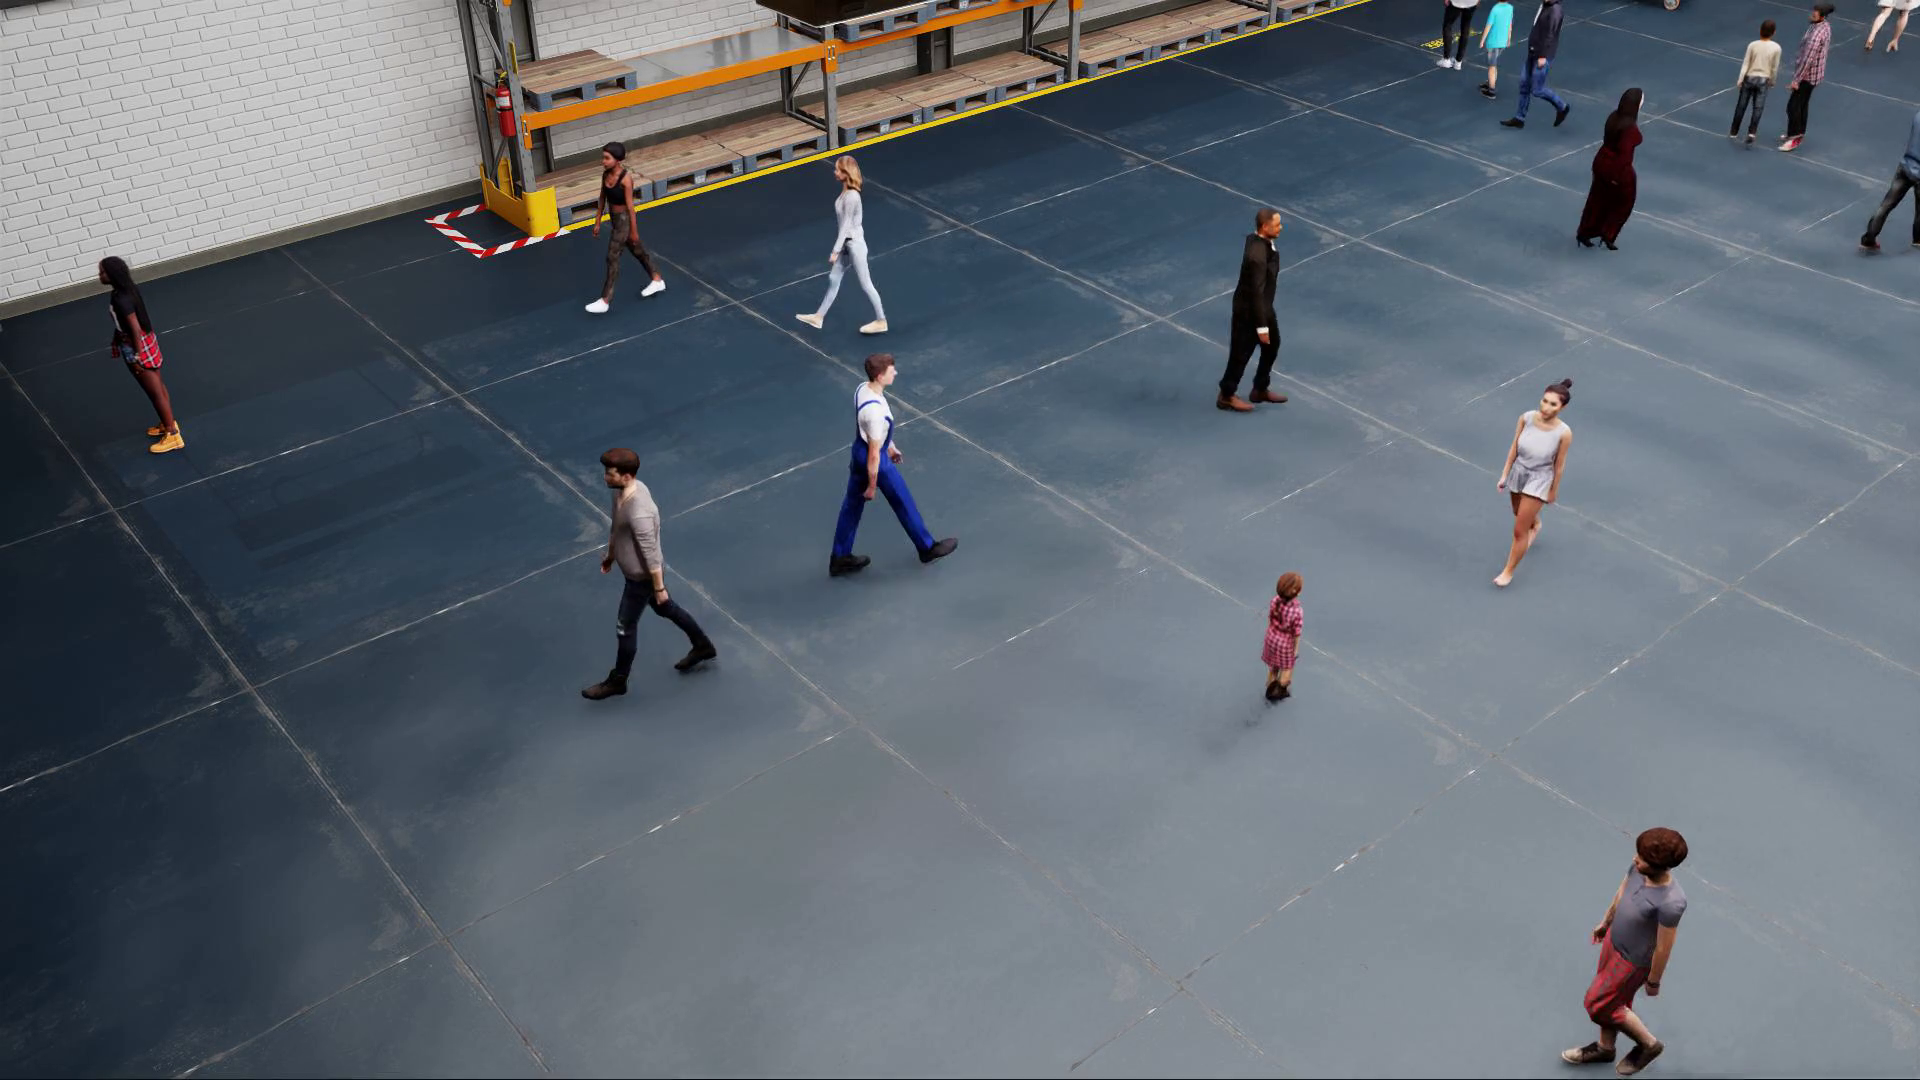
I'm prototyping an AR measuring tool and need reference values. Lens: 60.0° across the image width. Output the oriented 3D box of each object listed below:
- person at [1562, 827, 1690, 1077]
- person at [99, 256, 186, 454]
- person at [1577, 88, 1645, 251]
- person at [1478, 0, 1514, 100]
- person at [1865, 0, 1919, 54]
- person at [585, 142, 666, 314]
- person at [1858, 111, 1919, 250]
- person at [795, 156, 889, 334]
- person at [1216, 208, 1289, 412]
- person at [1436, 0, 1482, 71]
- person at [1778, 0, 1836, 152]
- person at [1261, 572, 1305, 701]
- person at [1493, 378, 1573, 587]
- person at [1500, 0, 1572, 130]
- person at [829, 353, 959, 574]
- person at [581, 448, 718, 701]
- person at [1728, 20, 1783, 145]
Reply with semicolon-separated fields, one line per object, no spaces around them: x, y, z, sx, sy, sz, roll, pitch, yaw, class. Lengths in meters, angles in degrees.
3.480;2.097;8.420;0.846;1.637;0.781;0;34;0;person
-6.820;-1.563;13.845;0.688;1.728;0.678;-13;36;-19;person
6.670;-3.818;17.226;0.856;1.741;0.809;-5;34;-8;person
6.948;-6.396;21.375;0.622;1.439;0.673;-17;37;-24;person
12.797;-7.468;22.714;1.095;1.743;0.601;-24;41;-32;person
-3.212;-3.070;16.183;1.146;1.648;0.588;-26;42;-33;person
9.800;-3.793;17.167;1.232;1.764;0.868;-14;36;-20;person
-0.913;-2.707;15.540;1.180;1.755;0.992;-4;34;-6;person
2.427;-1.966;14.310;1.029;1.882;0.978;7;34;10;person
6.771;-7.231;22.197;0.789;1.921;0.896;-5;34;-7;person
10.091;-5.527;19.797;0.648;1.740;0.871;-27;42;-34;person
2.138;0.665;11.134;0.451;1.017;0.456;25;41;32;person
4.275;-0.471;12.336;0.999;1.578;0.571;-26;41;-33;person
7.158;-5.896;20.231;1.150;1.874;1.061;1;34;2;person
-0.737;-0.518;12.207;1.281;1.801;0.924;-11;35;-16;person
-2.025;0.192;11.085;1.292;1.859;0.982;-11;35;-16;person
9.589;-5.483;19.989;0.739;1.455;0.871;15;36;21;person
